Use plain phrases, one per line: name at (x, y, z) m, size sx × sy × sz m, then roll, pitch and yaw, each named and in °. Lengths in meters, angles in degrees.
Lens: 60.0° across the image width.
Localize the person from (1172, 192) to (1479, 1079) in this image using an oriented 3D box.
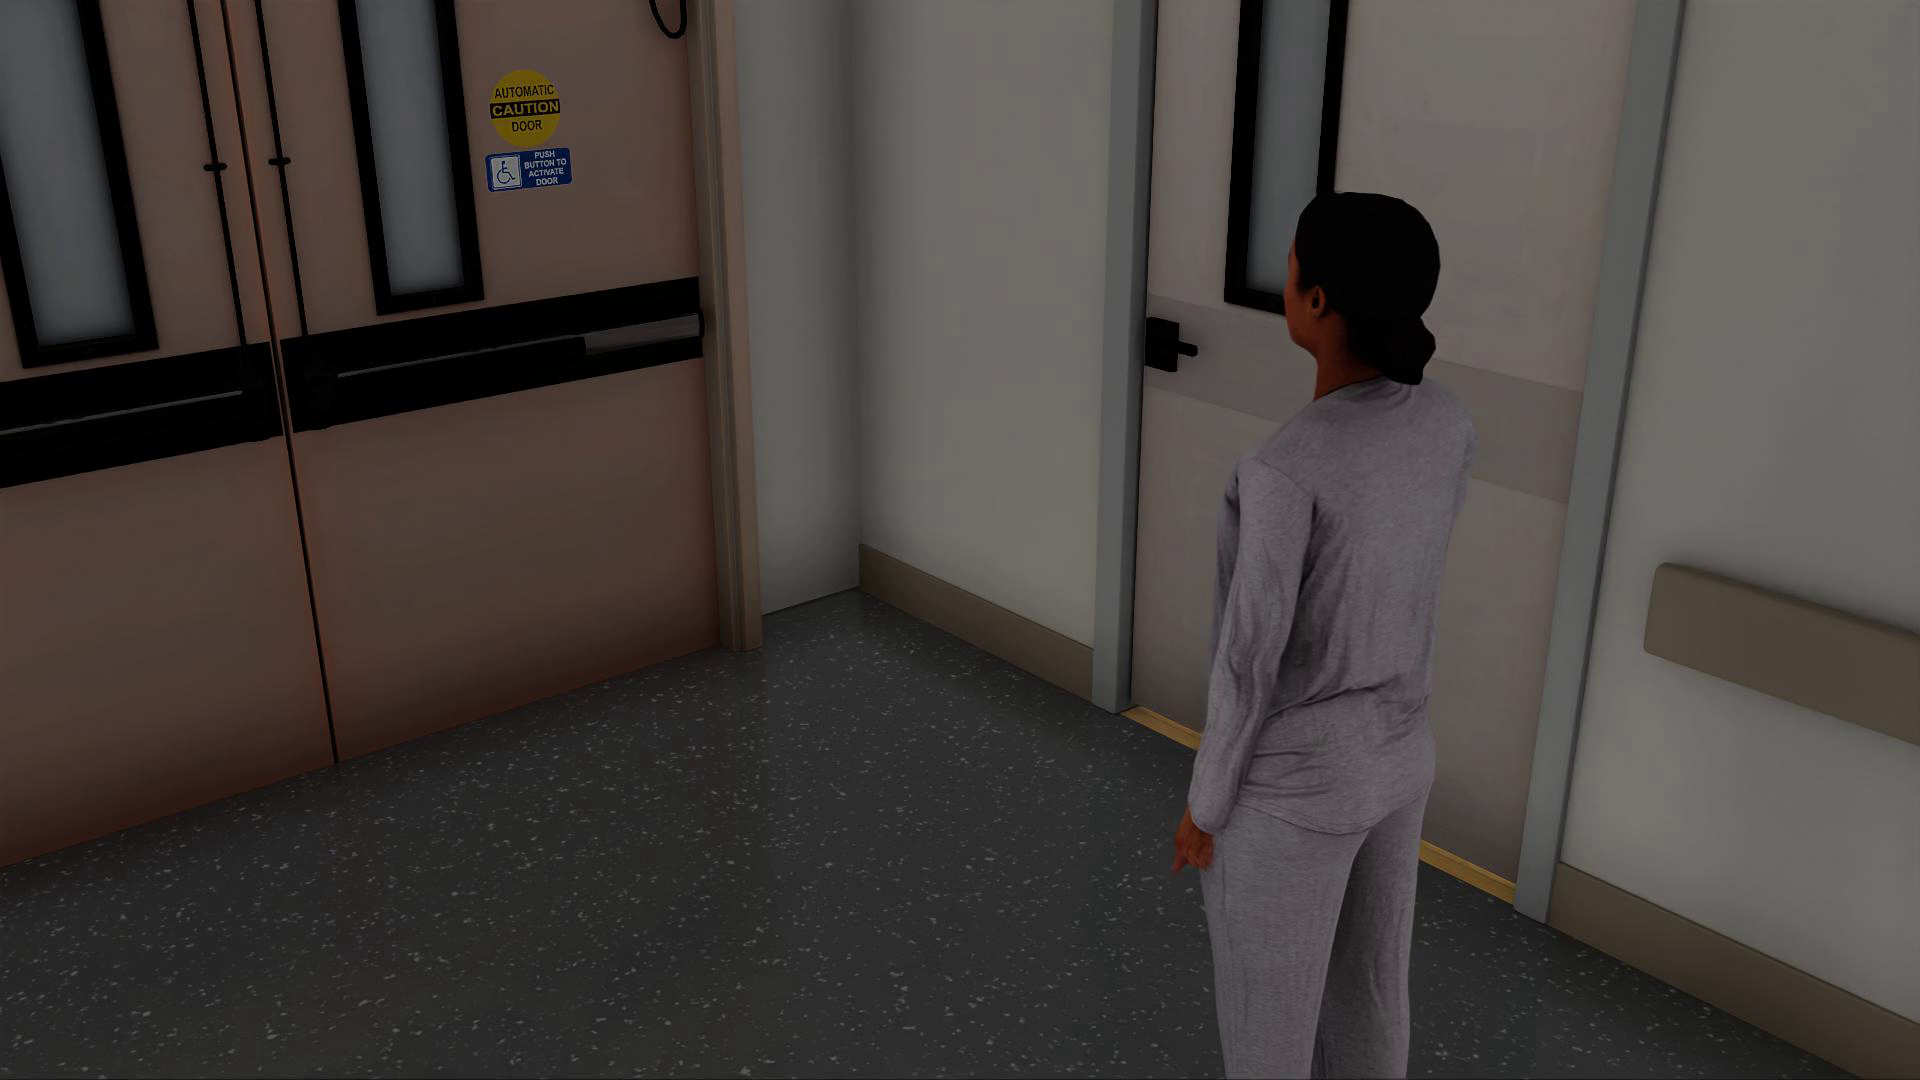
person at (0.549, 0.343, 2.512) m, size 0.613 × 1.737 × 0.523 m, roll -16°, pitch 26°, yaw -37°
